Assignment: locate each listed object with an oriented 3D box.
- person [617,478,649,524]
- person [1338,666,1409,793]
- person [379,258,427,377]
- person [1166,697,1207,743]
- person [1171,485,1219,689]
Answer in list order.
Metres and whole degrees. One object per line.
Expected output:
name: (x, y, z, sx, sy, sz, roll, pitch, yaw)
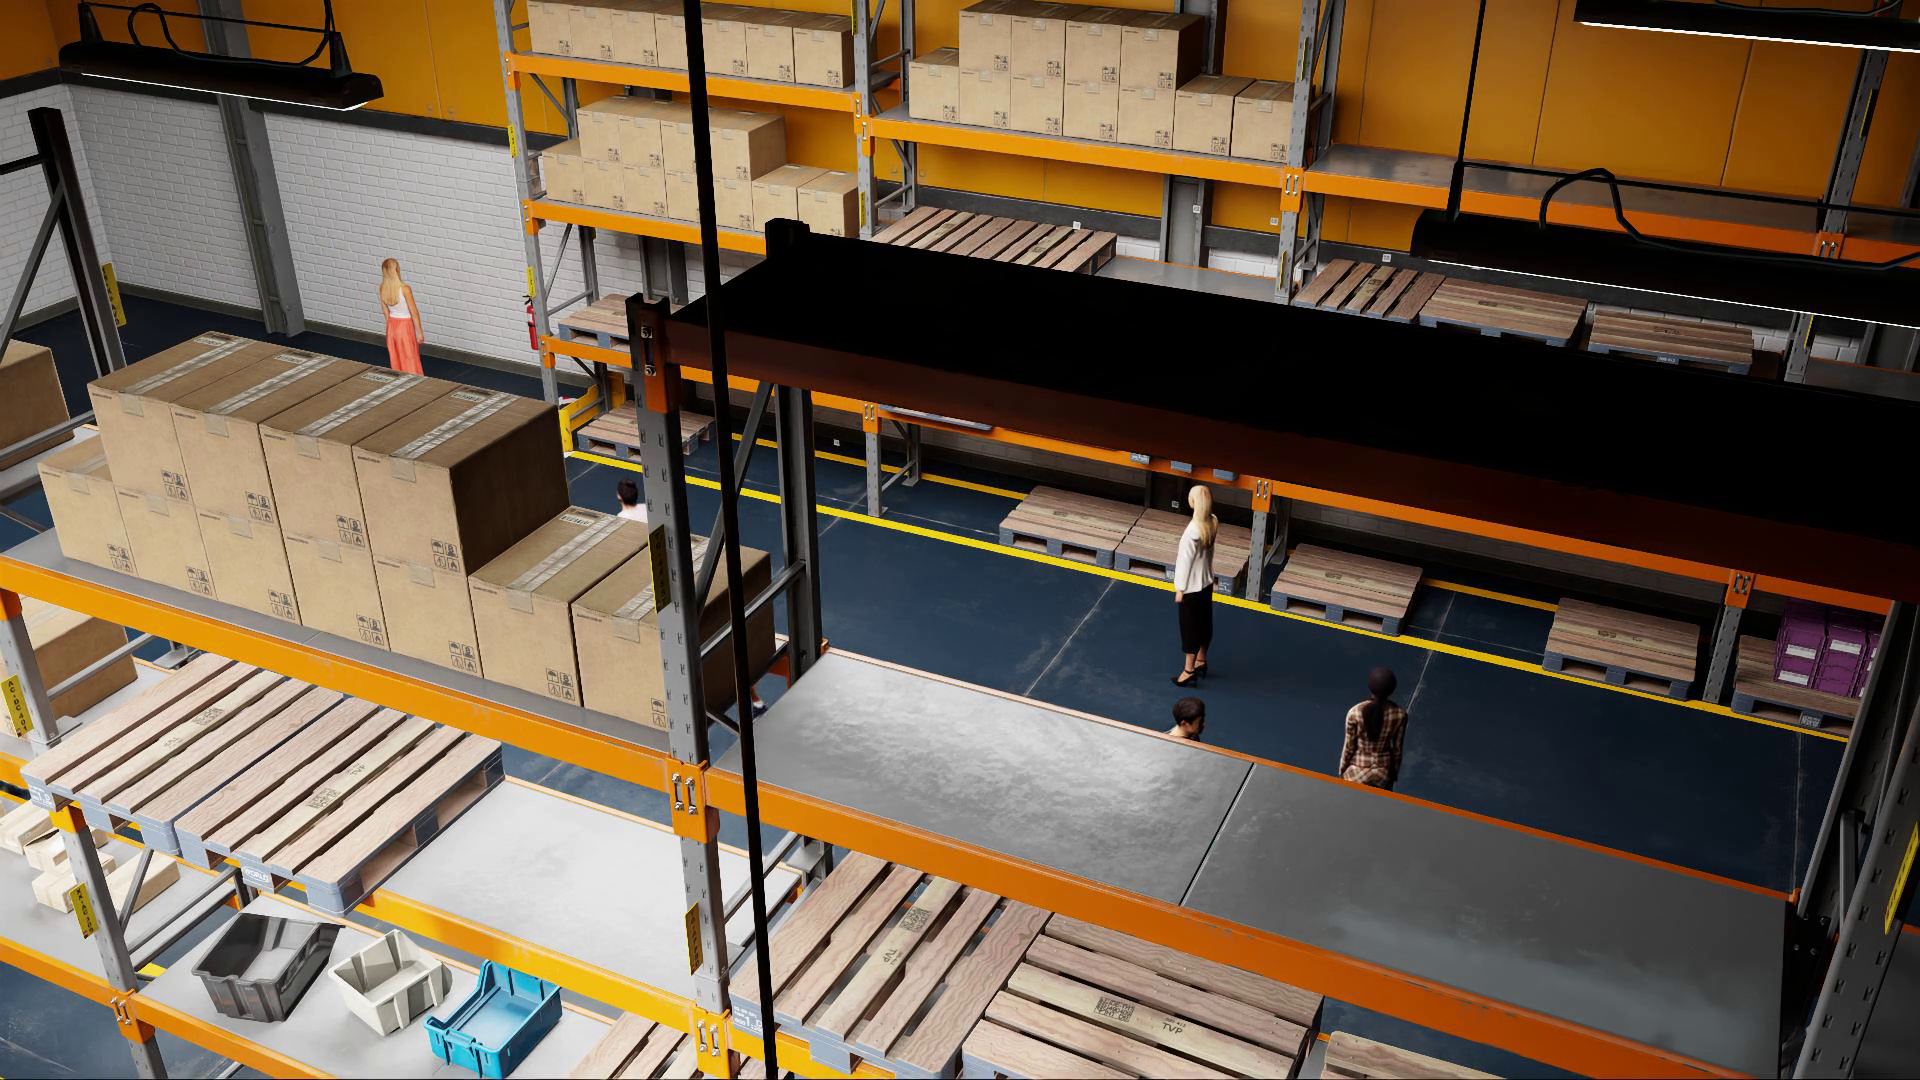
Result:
person: (-2.785, 0.243, 14.348, 0.731, 1.743, 0.760, 24, 36, 36)
person: (2.873, 1.660, 11.698, 0.609, 1.794, 0.725, 1, 29, 2)
person: (-6.393, -2.359, 19.056, 0.511, 1.802, 0.681, 12, 31, 20)
person: (1.494, 1.804, 11.518, 0.565, 1.711, 0.621, 16, 32, 27)
person: (1.977, 0.388, 13.961, 0.573, 1.858, 0.637, 18, 34, 30)
